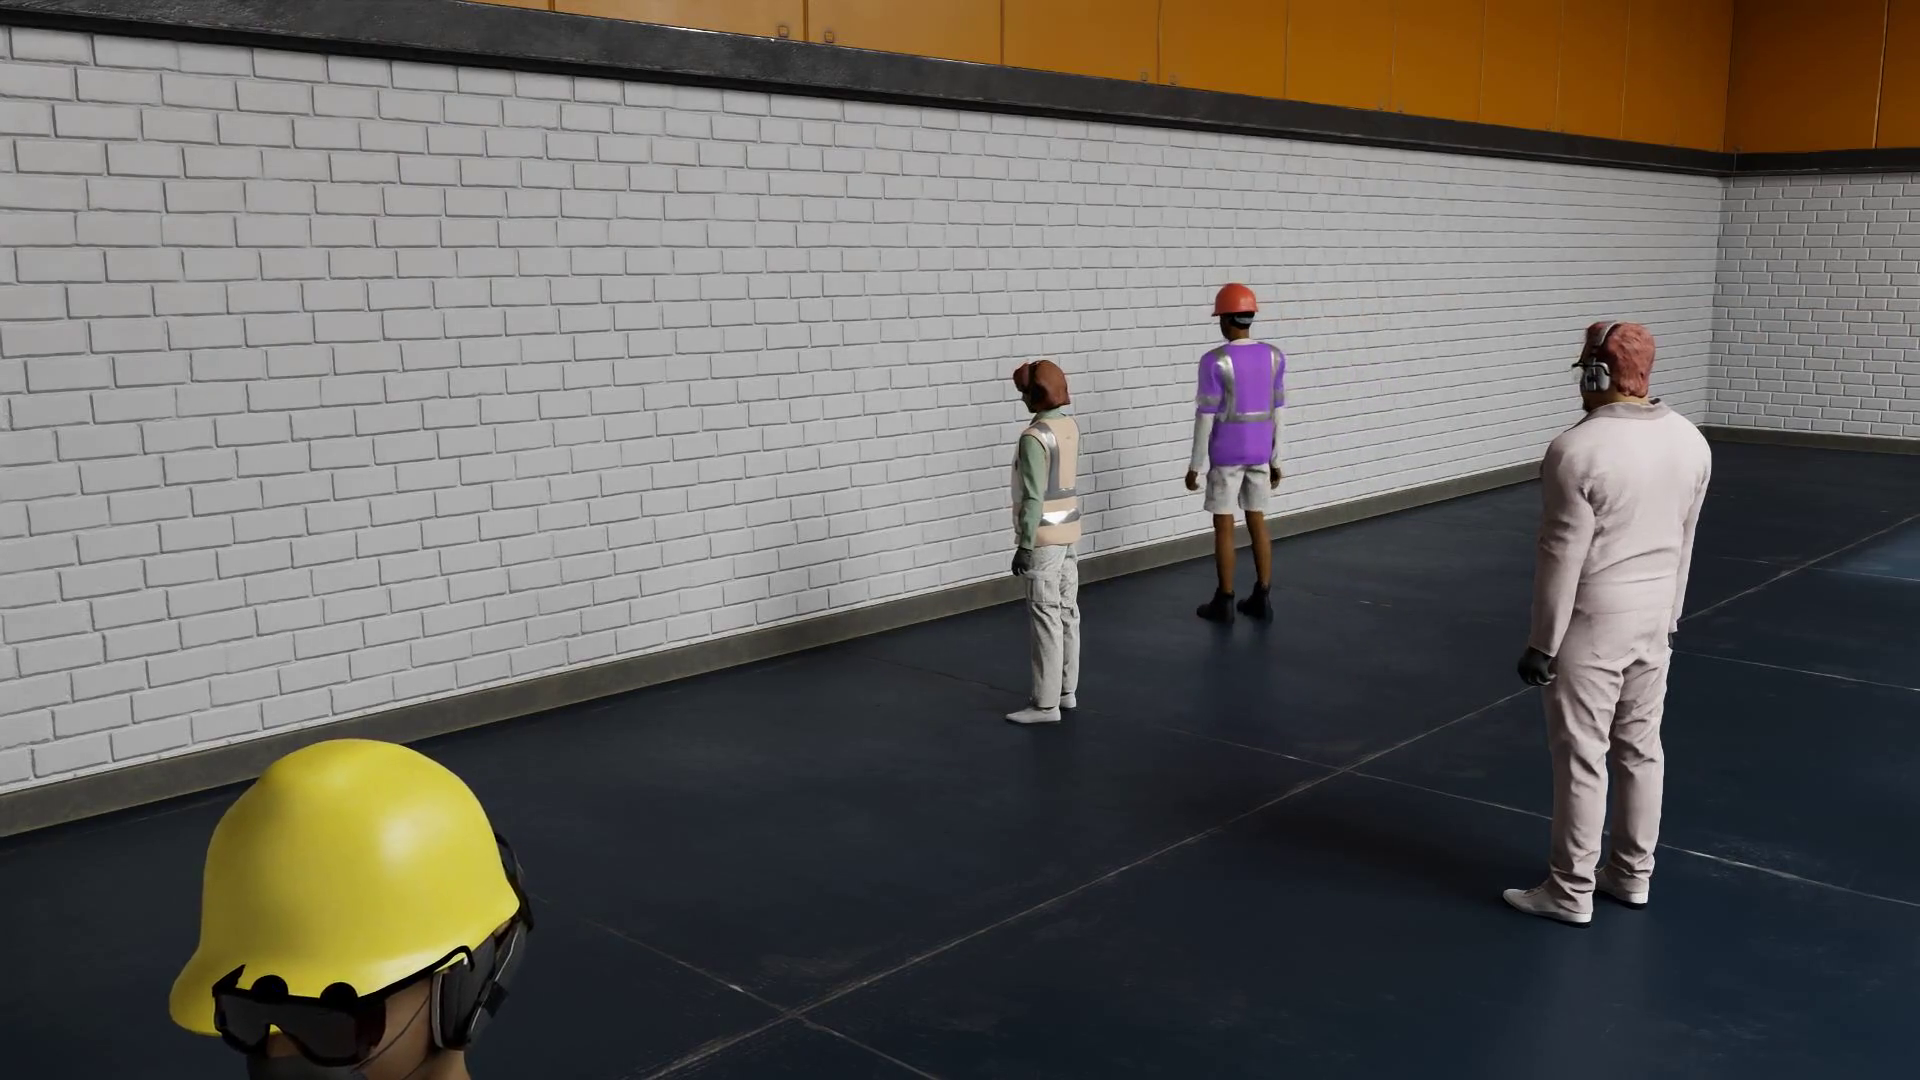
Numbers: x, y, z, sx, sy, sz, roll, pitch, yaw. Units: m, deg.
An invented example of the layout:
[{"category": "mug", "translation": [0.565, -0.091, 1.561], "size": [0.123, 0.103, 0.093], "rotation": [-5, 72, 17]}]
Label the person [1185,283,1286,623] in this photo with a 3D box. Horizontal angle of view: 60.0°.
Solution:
[{"category": "person", "translation": [1.569, -0.488, 9.469], "size": [0.563, 1.933, 0.381], "rotation": [-5, 11, -24]}]

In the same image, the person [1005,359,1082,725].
[{"category": "person", "translation": [0.386, 0.011, 7.462], "size": [0.310, 1.640, 0.514], "rotation": [5, 11, 25]}]

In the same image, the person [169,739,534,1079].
[{"category": "person", "translation": [-0.441, 1.017, 1.373], "size": [0.526, 1.768, 0.314], "rotation": [2, 10, 13]}]

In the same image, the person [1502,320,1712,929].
[{"category": "person", "translation": [2.018, 0.266, 5.249], "size": [0.643, 1.908, 0.411], "rotation": [-5, 11, -29]}]
